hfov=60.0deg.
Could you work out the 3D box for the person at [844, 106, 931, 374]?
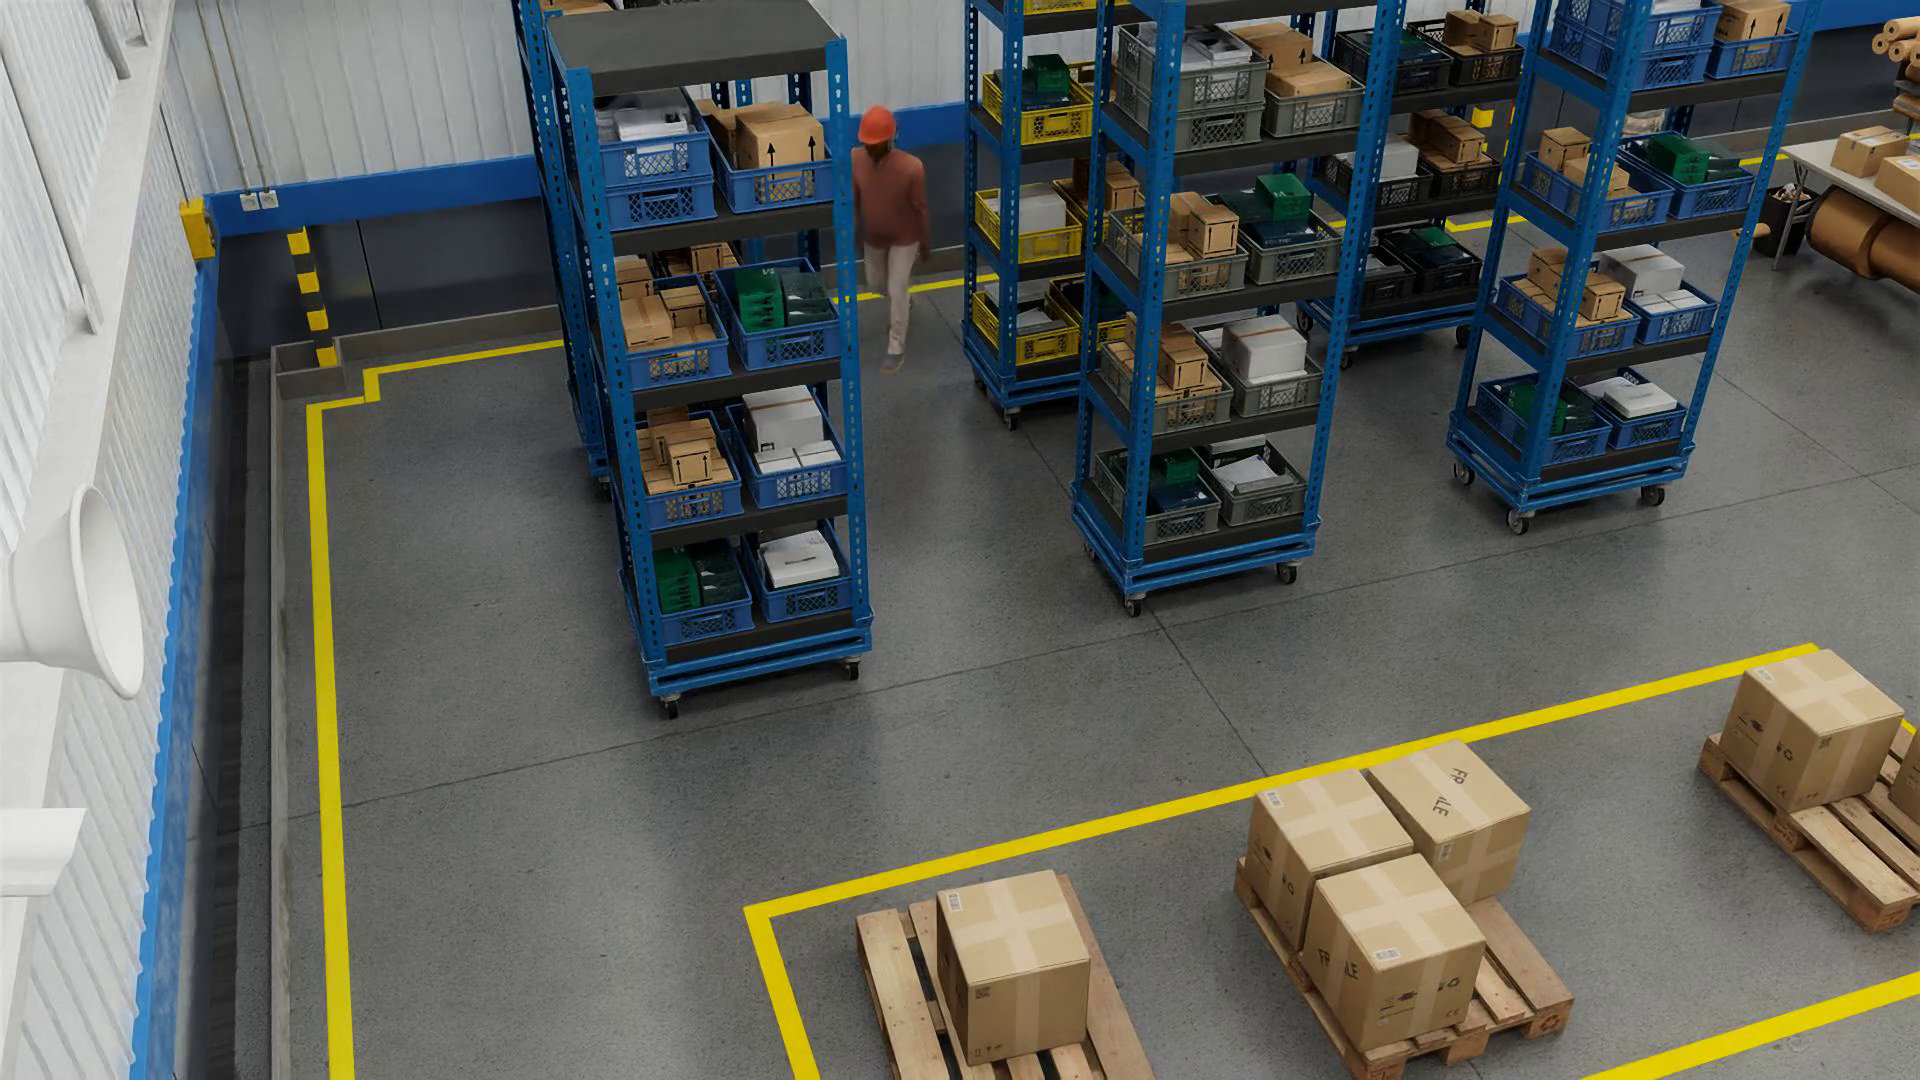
[{"bbox_3d":[-0.474,-2.185,11.688,0.635,1.959,0.795,14,37,18],"label":"person"}]
